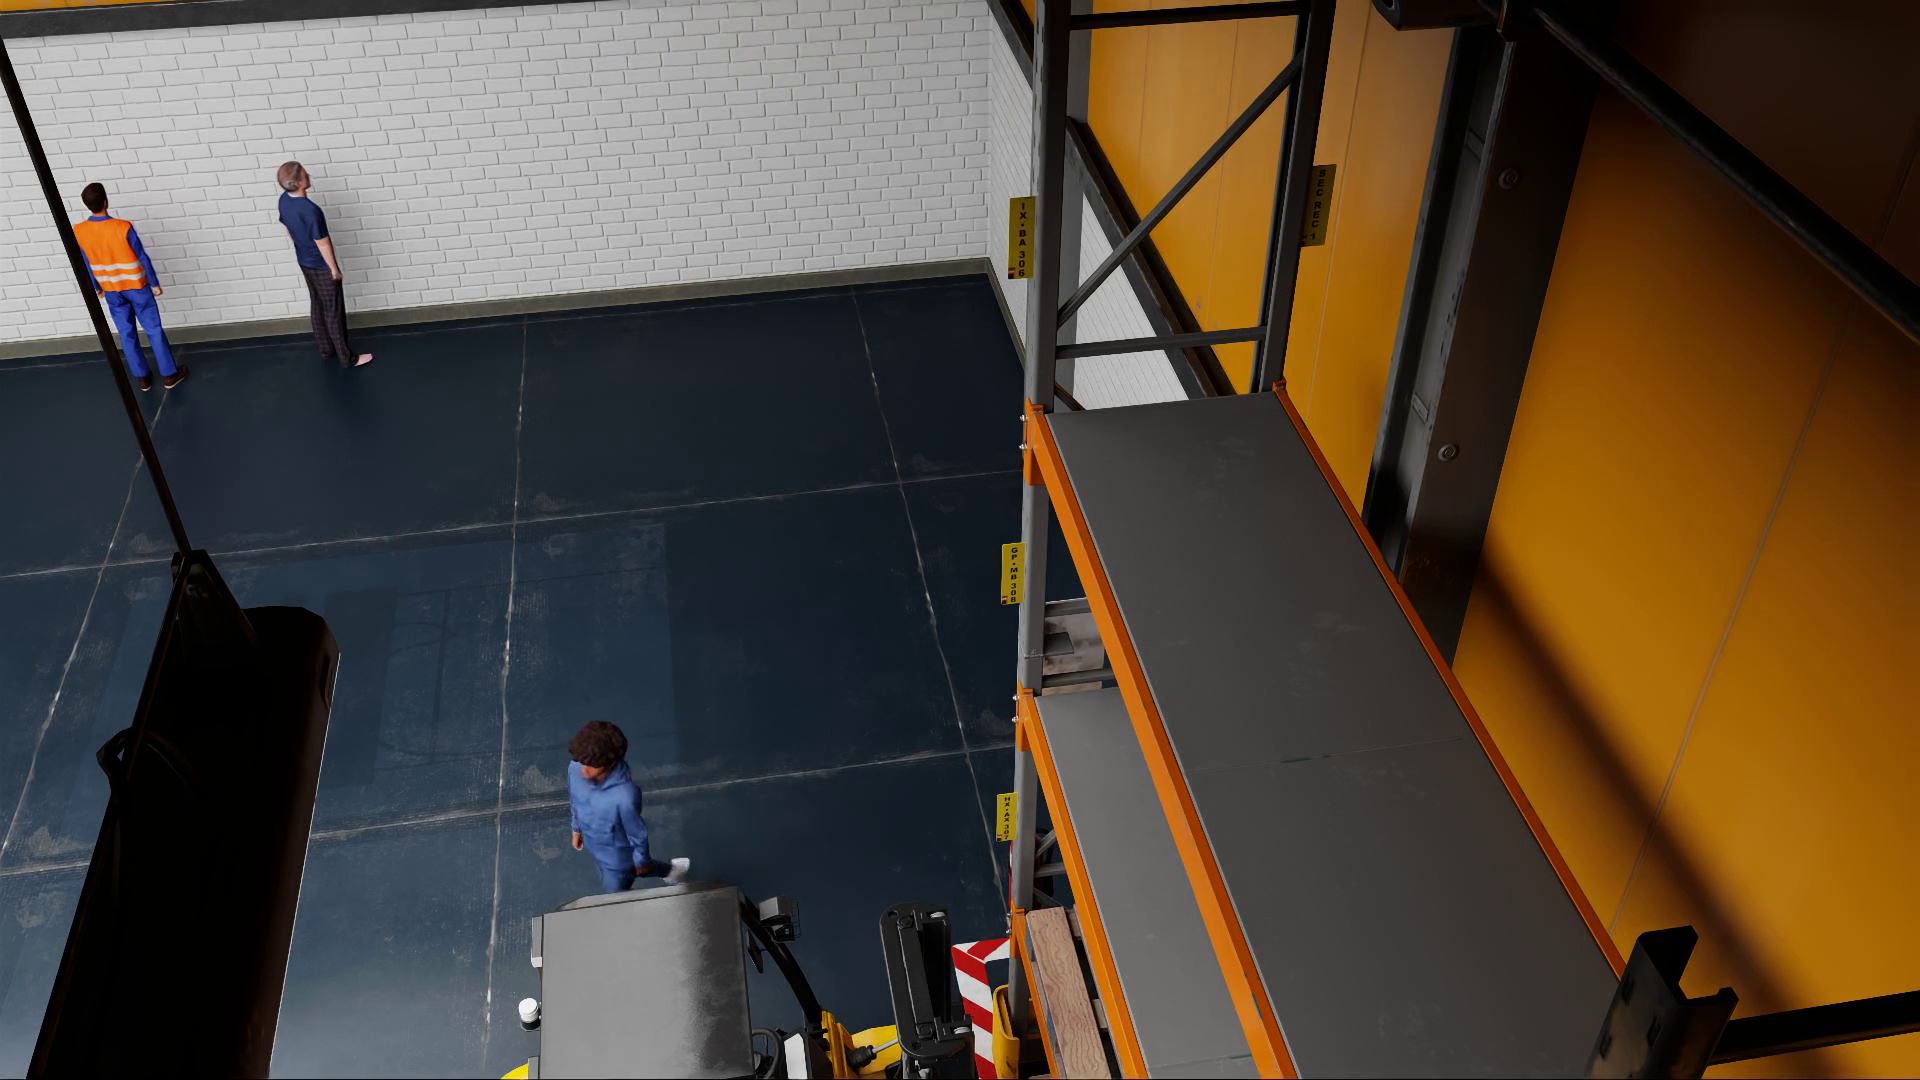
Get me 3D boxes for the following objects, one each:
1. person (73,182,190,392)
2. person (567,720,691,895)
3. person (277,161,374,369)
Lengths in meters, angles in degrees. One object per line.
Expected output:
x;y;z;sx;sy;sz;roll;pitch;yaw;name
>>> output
-6.901;-2.093;13.765;0.702;1.864;0.608;-4;39;-5;person
-1.847;1.618;9.187;1.079;1.779;1.089;-31;48;-33;person
-5.433;-2.328;14.055;0.715;1.871;0.799;28;46;31;person
